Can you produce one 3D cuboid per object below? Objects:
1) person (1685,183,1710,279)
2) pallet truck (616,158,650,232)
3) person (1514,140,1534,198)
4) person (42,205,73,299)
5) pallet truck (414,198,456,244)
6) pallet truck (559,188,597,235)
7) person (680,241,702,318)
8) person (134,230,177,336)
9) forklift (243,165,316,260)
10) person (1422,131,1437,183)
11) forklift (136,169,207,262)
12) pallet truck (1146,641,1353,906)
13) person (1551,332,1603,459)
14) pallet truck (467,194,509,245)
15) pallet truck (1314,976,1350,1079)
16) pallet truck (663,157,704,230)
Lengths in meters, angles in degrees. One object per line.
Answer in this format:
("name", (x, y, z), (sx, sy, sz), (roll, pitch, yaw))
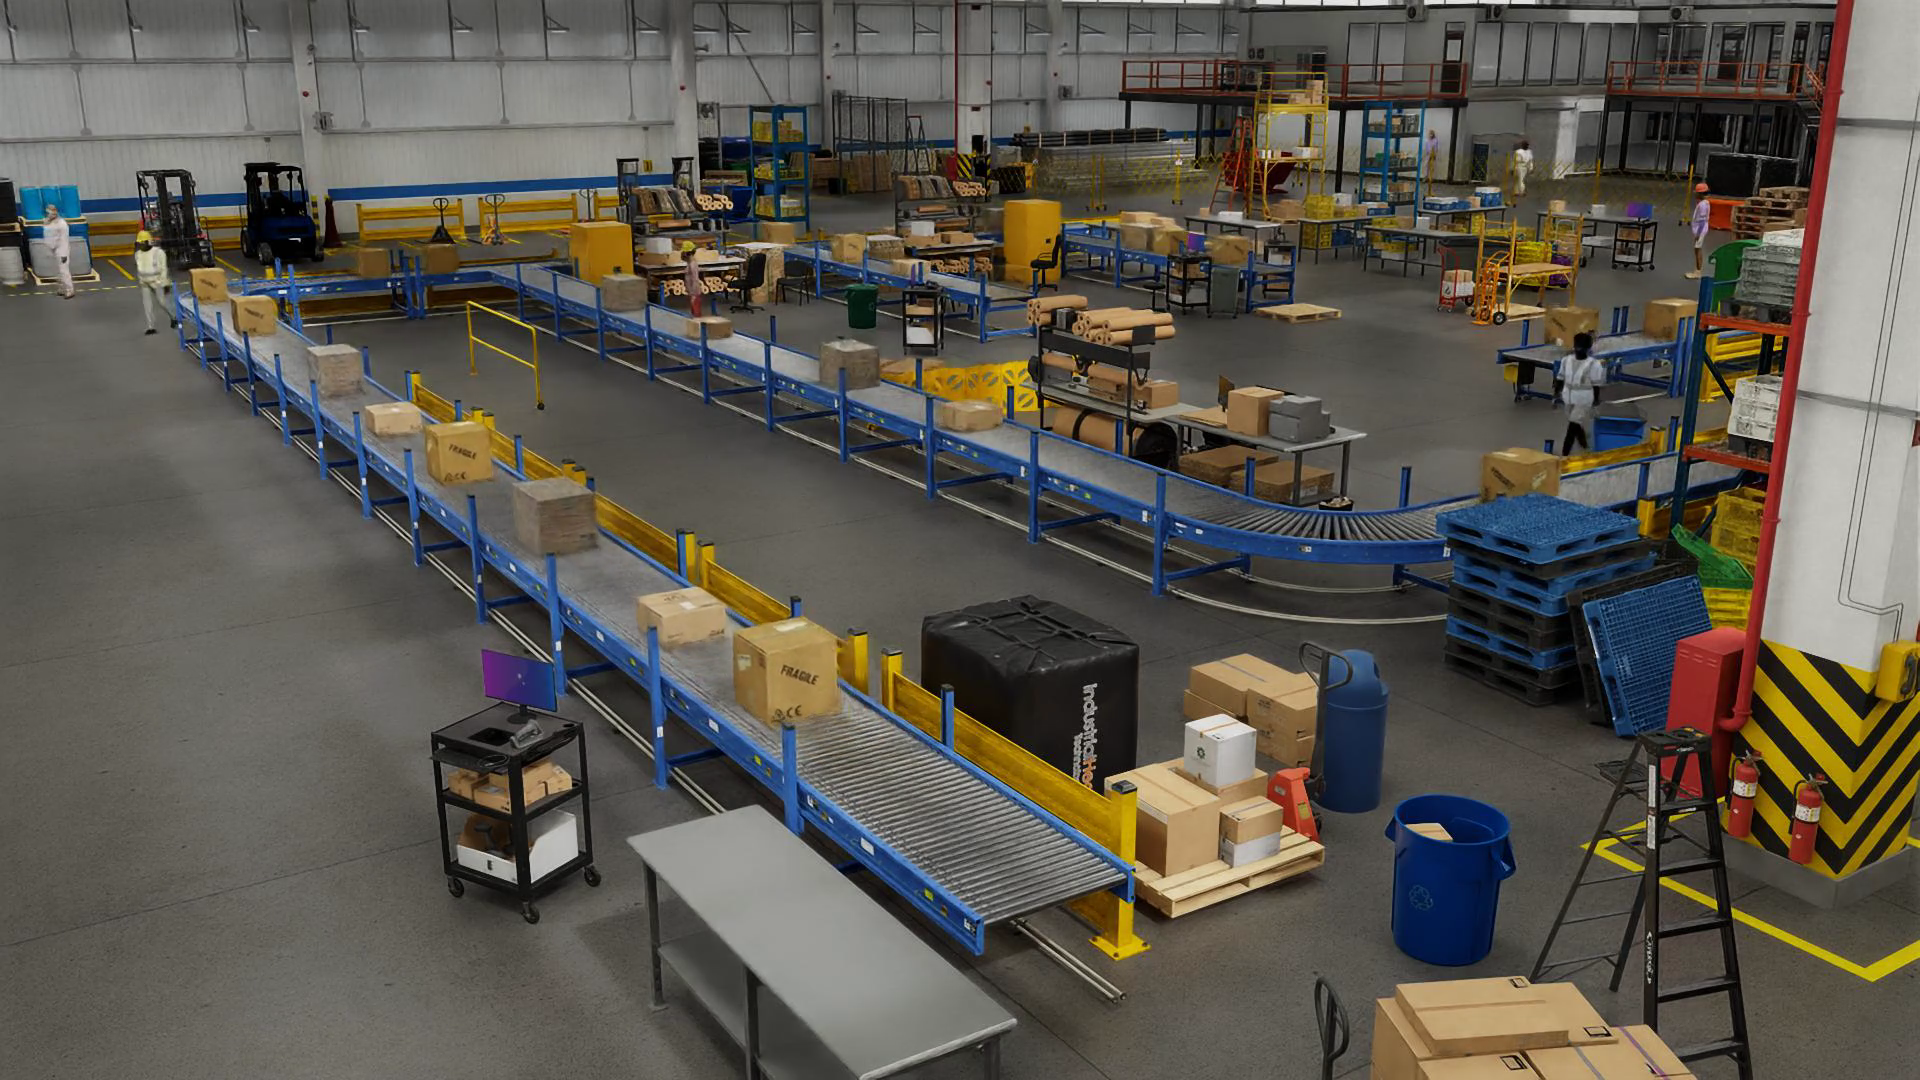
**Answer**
("person", (15.832, -6.619, 35.671), (0.393, 2.040, 0.611), (8, 18, 25))
("pallet truck", (-8.918, -9.176, 44.255), (0.823, 1.965, 1.885), (-9, 19, -27))
("person", (18.353, -12.034, 54.017), (0.591, 1.837, 0.946), (-6, 18, -19))
("person", (-17.910, -5.712, 32.955), (0.790, 1.870, 0.459), (10, 19, 30))
("pallet truck", (-13.250, -8.060, 41.856), (0.680, 1.201, 1.601), (-10, 20, -31))
("pallet truck", (-10.010, -8.652, 43.699), (0.653, 1.274, 1.630), (-10, 20, -31))
("person", (-4.467, -4.096, 27.751), (0.330, 1.765, 0.526), (-3, 17, -11))
("person", (-14.061, -4.507, 29.040), (0.596, 1.813, 0.700), (1, 17, 4))
("forklift", (-15.898, -7.669, 38.708), (1.157, 1.987, 2.680), (-11, 20, -33))
("person", (16.953, -13.785, 59.868), (0.937, 1.833, 0.695), (-15, 22, -41))
("forklift", (-17.842, -7.318, 37.559), (1.157, 1.987, 2.680), (-10, 20, -31))
("pallet truck", (1.664, 1.407, 10.232), (1.630, 1.274, 0.653), (-10, 20, -31))
("person", (7.412, -1.680, 19.893), (0.873, 1.657, 0.534), (-11, 20, -32))
("pallet truck", (-11.983, -8.177, 42.137), (0.704, 1.261, 1.522), (-11, 20, -33))
("pallet truck", (2.299, 2.390, 7.086), (1.601, 1.201, 0.680), (-2, 17, -7))
("pallet truck", (-7.586, -9.308, 44.692), (0.823, 1.965, 1.885), (-11, 20, -33))
